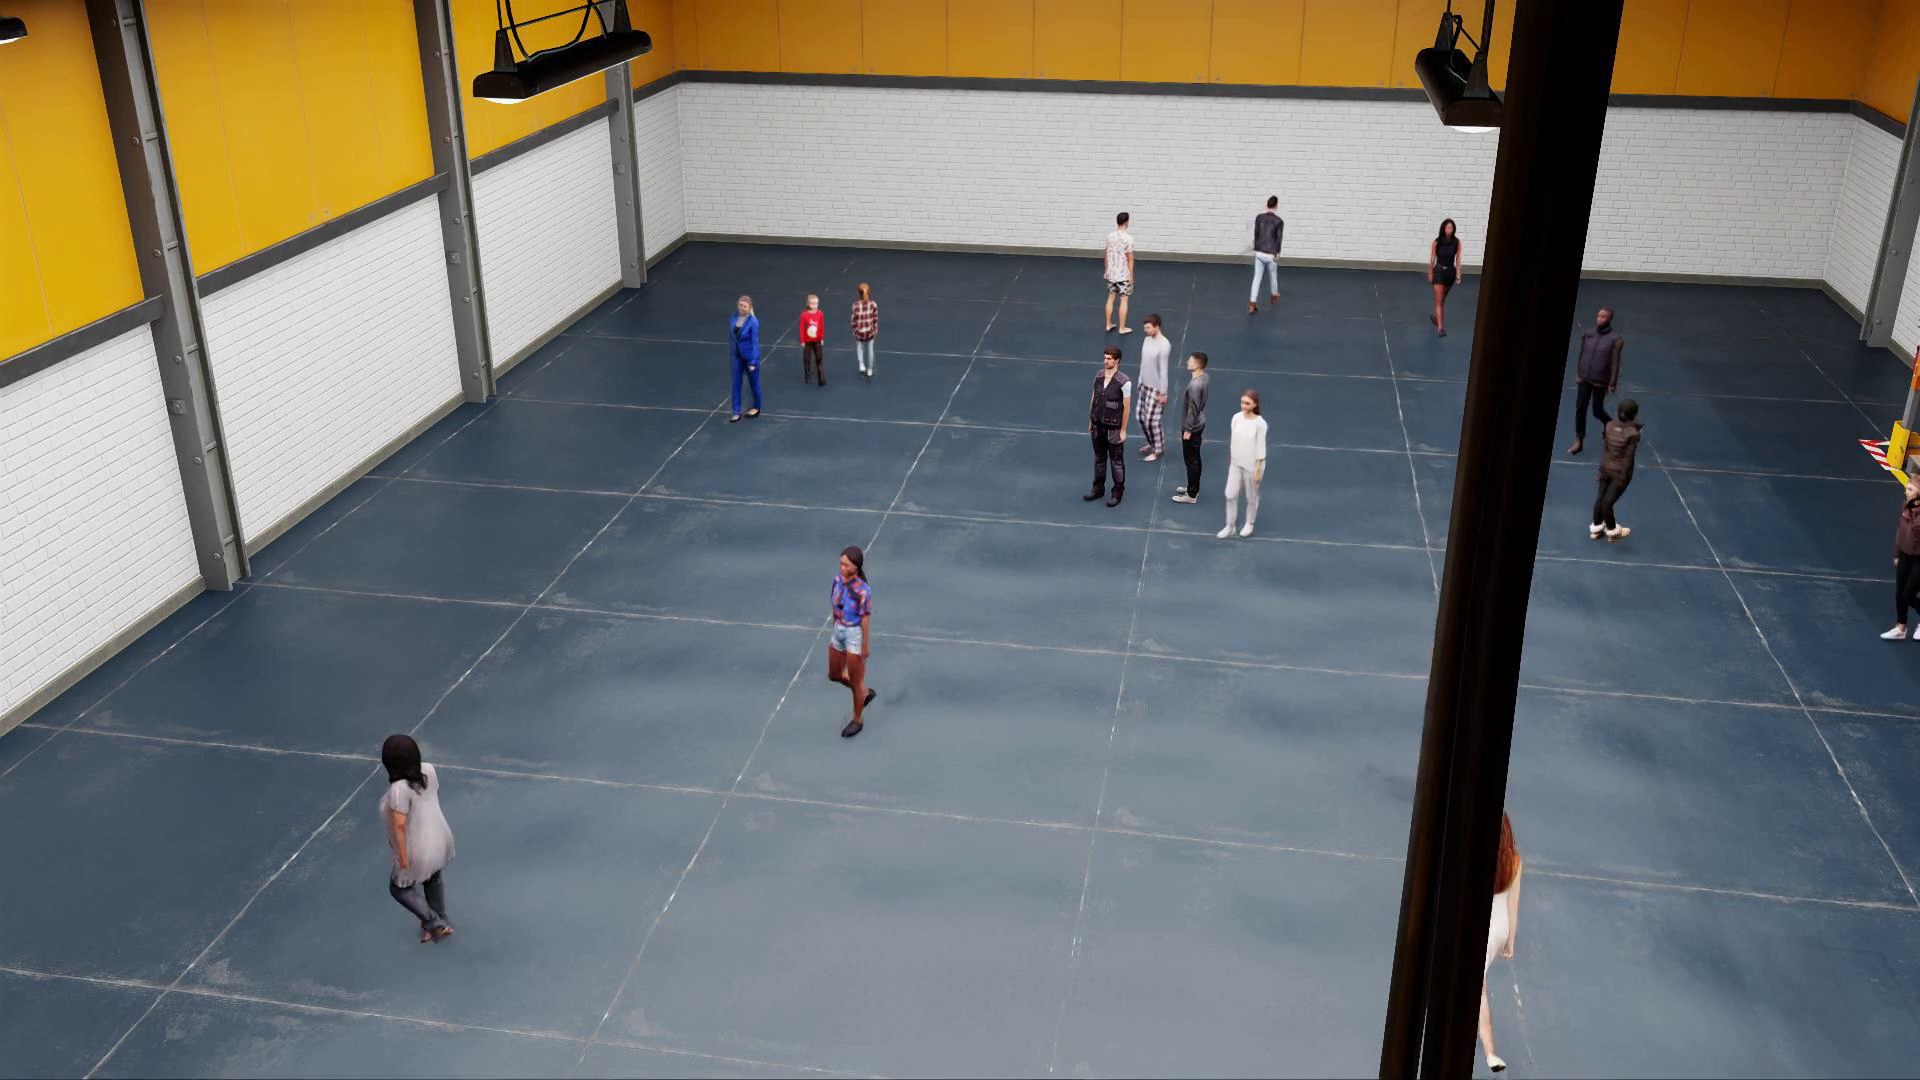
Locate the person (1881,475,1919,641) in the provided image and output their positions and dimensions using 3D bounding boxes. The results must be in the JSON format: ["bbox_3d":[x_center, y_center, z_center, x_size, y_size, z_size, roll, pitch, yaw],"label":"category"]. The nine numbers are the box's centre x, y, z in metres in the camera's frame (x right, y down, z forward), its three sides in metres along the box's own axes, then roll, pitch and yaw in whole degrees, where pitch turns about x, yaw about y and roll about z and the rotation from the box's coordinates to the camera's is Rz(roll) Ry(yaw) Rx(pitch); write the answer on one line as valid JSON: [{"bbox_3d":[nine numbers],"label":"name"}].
[{"bbox_3d":[9.027,0.192,15.597,0.844,1.676,0.818,-5,24,-11],"label":"person"}]

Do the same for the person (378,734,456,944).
[{"bbox_3d":[-3.653,2.073,11.398,0.714,1.593,0.598,6,24,14],"label":"person"}]

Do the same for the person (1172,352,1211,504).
[{"bbox_3d":[2.655,-1.292,18.888,0.713,1.761,0.536,8,25,18],"label":"person"}]

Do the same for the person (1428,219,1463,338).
[{"bbox_3d":[7.282,-3.970,25.102,0.807,1.688,1.282,-1,24,-3],"label":"person"}]

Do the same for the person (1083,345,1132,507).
[{"bbox_3d":[1.690,-1.308,18.815,0.739,1.848,0.741,18,30,36],"label":"person"}]

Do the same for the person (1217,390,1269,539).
[{"bbox_3d":[3.140,-0.835,17.952,0.779,1.672,0.865,16,28,32],"label":"person"}]

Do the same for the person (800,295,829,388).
[{"bbox_3d":[-2.053,-2.752,22.862,0.779,1.252,0.932,-8,25,-18],"label":"person"}]

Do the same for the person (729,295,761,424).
[{"bbox_3d":[-2.747,-2.350,21.426,0.769,1.664,0.937,15,28,30],"label":"person"}]

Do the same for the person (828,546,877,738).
[{"bbox_3d":[-0.859,0.826,14.077,0.766,1.732,0.836,21,31,39],"label":"person"}]

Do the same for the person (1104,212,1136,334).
[{"bbox_3d":[2.406,-4.036,25.098,0.753,1.813,0.754,20,30,38],"label":"person"}]

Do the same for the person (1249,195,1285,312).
[{"bbox_3d":[4.761,-4.446,26.054,0.945,1.800,1.230,13,27,28],"label":"person"}]

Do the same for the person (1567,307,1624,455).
[{"bbox_3d":[7.808,-1.958,20.338,1.155,1.819,1.063,-18,30,-36],"label":"person"}]

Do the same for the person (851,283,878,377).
[{"bbox_3d":[-1.318,-2.916,23.186,0.588,1.293,0.596,-3,24,-6],"label":"person"}]

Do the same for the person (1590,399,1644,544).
[{"bbox_3d":[7.078,-0.740,17.748,0.873,1.661,0.813,8,25,17],"label":"person"}]

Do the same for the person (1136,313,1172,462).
[{"bbox_3d":[2.358,-1.873,20.126,0.891,1.832,0.812,-11,26,-23],"label":"person"}]
